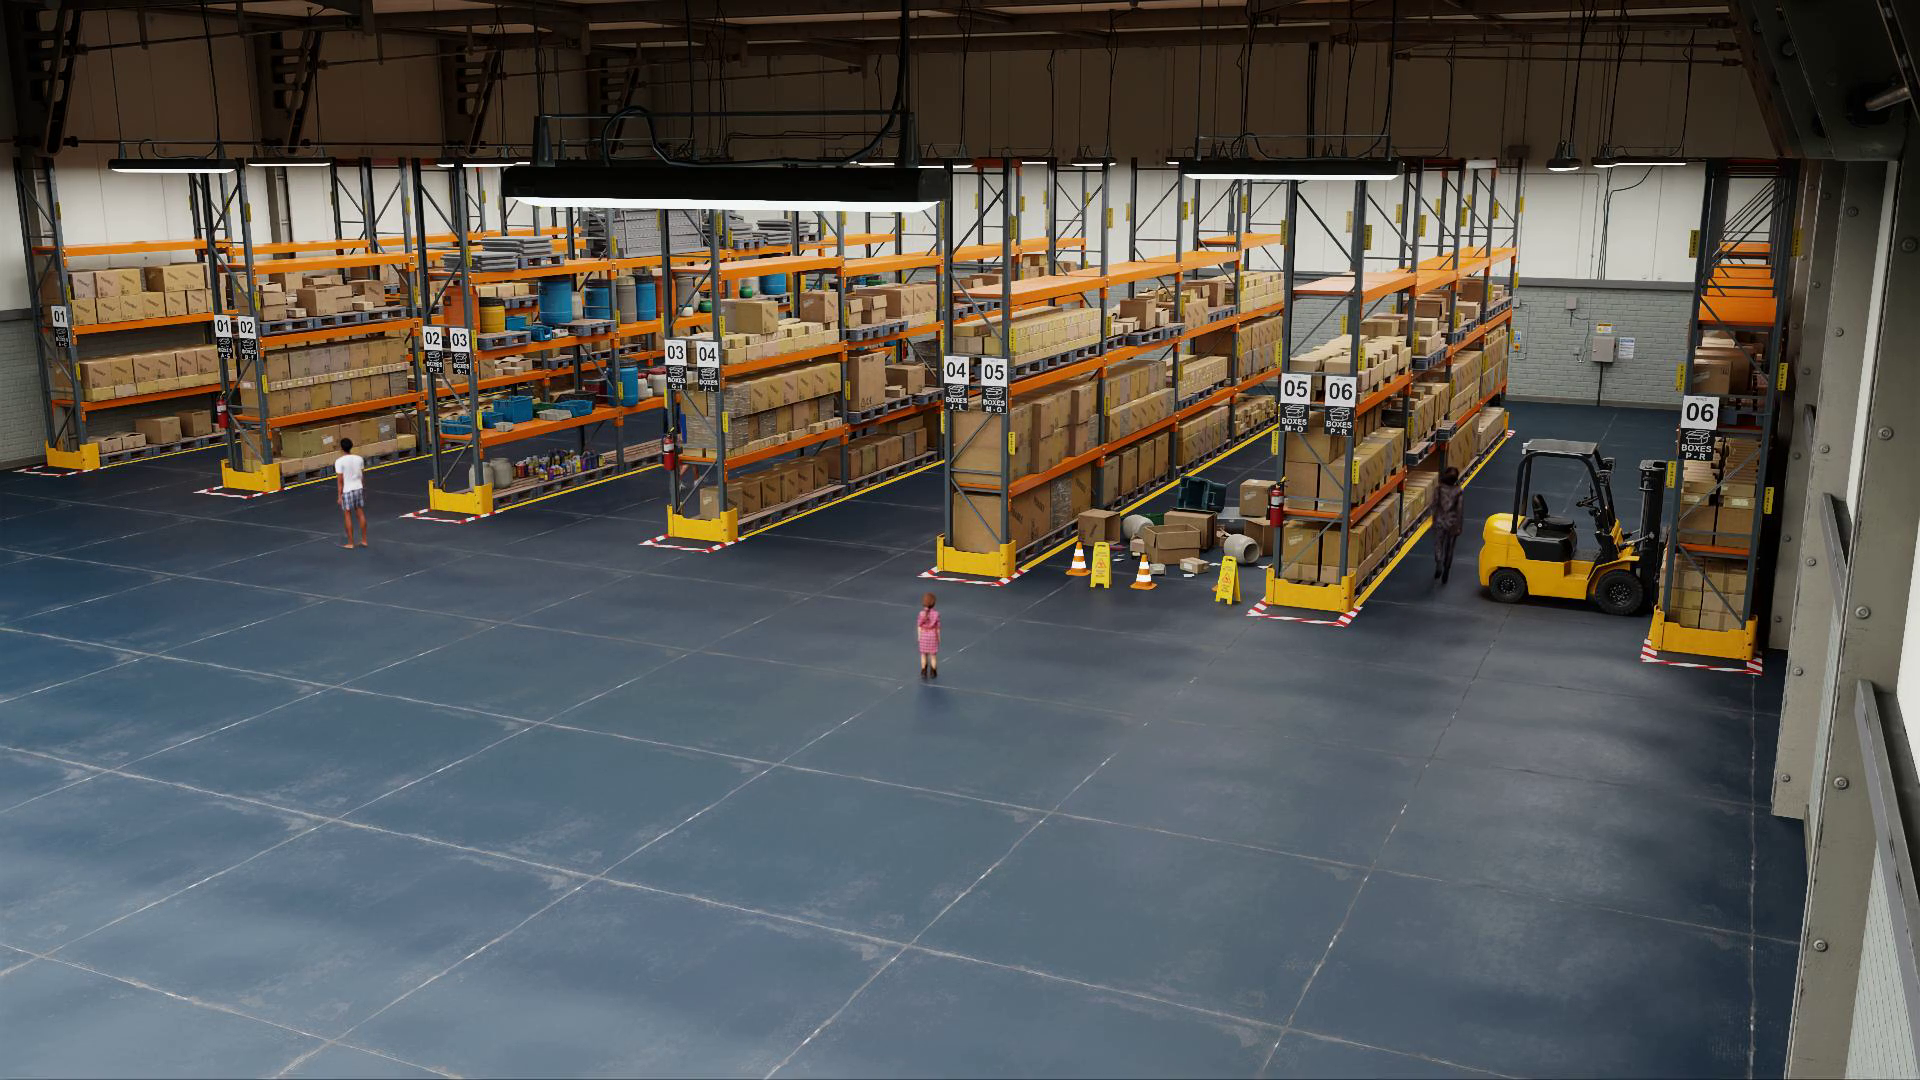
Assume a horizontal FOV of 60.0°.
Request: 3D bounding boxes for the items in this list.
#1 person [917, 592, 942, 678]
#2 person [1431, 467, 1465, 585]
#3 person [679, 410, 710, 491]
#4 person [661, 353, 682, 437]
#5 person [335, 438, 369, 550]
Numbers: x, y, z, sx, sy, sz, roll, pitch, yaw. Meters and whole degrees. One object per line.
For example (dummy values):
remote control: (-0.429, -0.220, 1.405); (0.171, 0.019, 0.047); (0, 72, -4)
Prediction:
person: (-0.371, 1.119, 19.668); (0.491, 1.022, 0.532); (0, 13, -2)
person: (6.963, -0.196, 23.835); (0.597, 1.704, 0.687); (5, 14, 20)
person: (-4.995, -1.830, 30.595); (0.907, 1.837, 1.262); (12, 18, 41)
person: (-6.356, -3.226, 36.548); (0.666, 1.870, 0.548); (7, 15, 27)
person: (-9.567, -0.743, 26.139); (0.760, 1.731, 0.573); (11, 17, 40)
